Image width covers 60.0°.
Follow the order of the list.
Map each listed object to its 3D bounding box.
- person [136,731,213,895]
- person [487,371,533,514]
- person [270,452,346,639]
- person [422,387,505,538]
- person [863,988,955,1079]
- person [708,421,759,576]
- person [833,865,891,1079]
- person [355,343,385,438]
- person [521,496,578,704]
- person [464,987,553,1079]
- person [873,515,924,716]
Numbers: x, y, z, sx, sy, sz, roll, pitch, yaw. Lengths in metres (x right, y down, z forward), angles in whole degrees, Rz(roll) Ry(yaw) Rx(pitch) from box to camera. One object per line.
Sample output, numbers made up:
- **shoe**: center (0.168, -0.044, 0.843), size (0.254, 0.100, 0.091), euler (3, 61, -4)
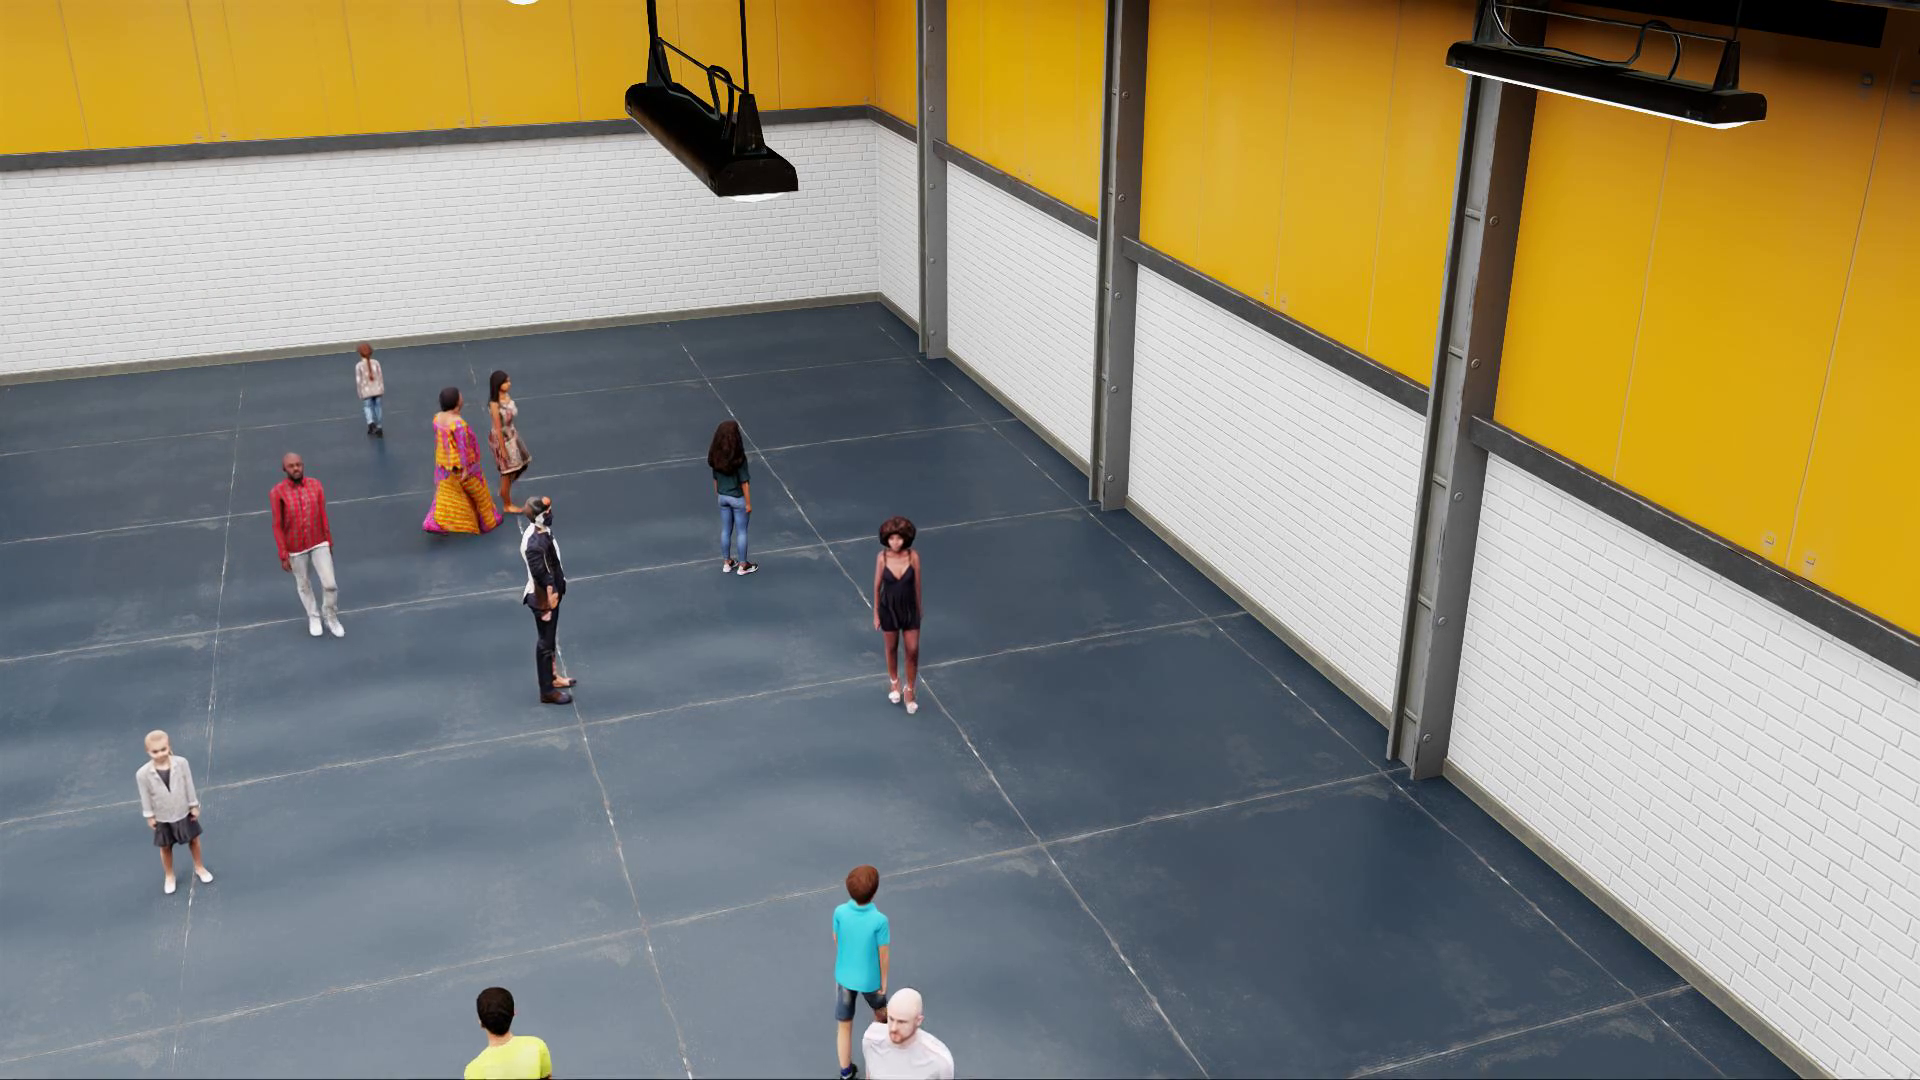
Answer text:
- **person**: center (-5.617, 1.912, 11.836), size (0.556, 1.272, 0.572), euler (-14, 27, -29)
- **person**: center (-5.056, -1.059, 18.182), size (0.847, 1.632, 0.767), euler (4, 24, 9)
- **person**: center (-6.128, 0.016, 15.506), size (0.712, 1.805, 0.749), euler (-12, 26, -26)
- **person**: center (-5.380, -0.816, 17.569), size (1.131, 1.678, 1.082), euler (18, 29, 35)
- **person**: center (-0.226, 3.023, 8.613), size (0.970, 1.817, 1.033), euler (10, 26, 22)
- **person**: center (-2.290, -0.432, 16.767), size (0.712, 1.617, 0.778), euler (12, 26, 26)
- **person**: center (-0.624, 2.650, 9.984), size (0.875, 1.402, 1.040), euler (5, 24, 11)
- **person**: center (-7.249, -1.831, 20.506), size (0.501, 1.186, 0.505), euler (-12, 26, -25)
- **person**: center (-3.576, 0.490, 14.316), size (0.782, 1.892, 0.600), euler (-3, 24, -7)
- **person**: center (-2.254, 3.123, 8.579), size (0.815, 1.661, 1.125), euler (-16, 28, -32)
- **person**: center (-0.526, 0.589, 14.237), size (0.684, 1.773, 0.781), euler (-1, 24, -3)
